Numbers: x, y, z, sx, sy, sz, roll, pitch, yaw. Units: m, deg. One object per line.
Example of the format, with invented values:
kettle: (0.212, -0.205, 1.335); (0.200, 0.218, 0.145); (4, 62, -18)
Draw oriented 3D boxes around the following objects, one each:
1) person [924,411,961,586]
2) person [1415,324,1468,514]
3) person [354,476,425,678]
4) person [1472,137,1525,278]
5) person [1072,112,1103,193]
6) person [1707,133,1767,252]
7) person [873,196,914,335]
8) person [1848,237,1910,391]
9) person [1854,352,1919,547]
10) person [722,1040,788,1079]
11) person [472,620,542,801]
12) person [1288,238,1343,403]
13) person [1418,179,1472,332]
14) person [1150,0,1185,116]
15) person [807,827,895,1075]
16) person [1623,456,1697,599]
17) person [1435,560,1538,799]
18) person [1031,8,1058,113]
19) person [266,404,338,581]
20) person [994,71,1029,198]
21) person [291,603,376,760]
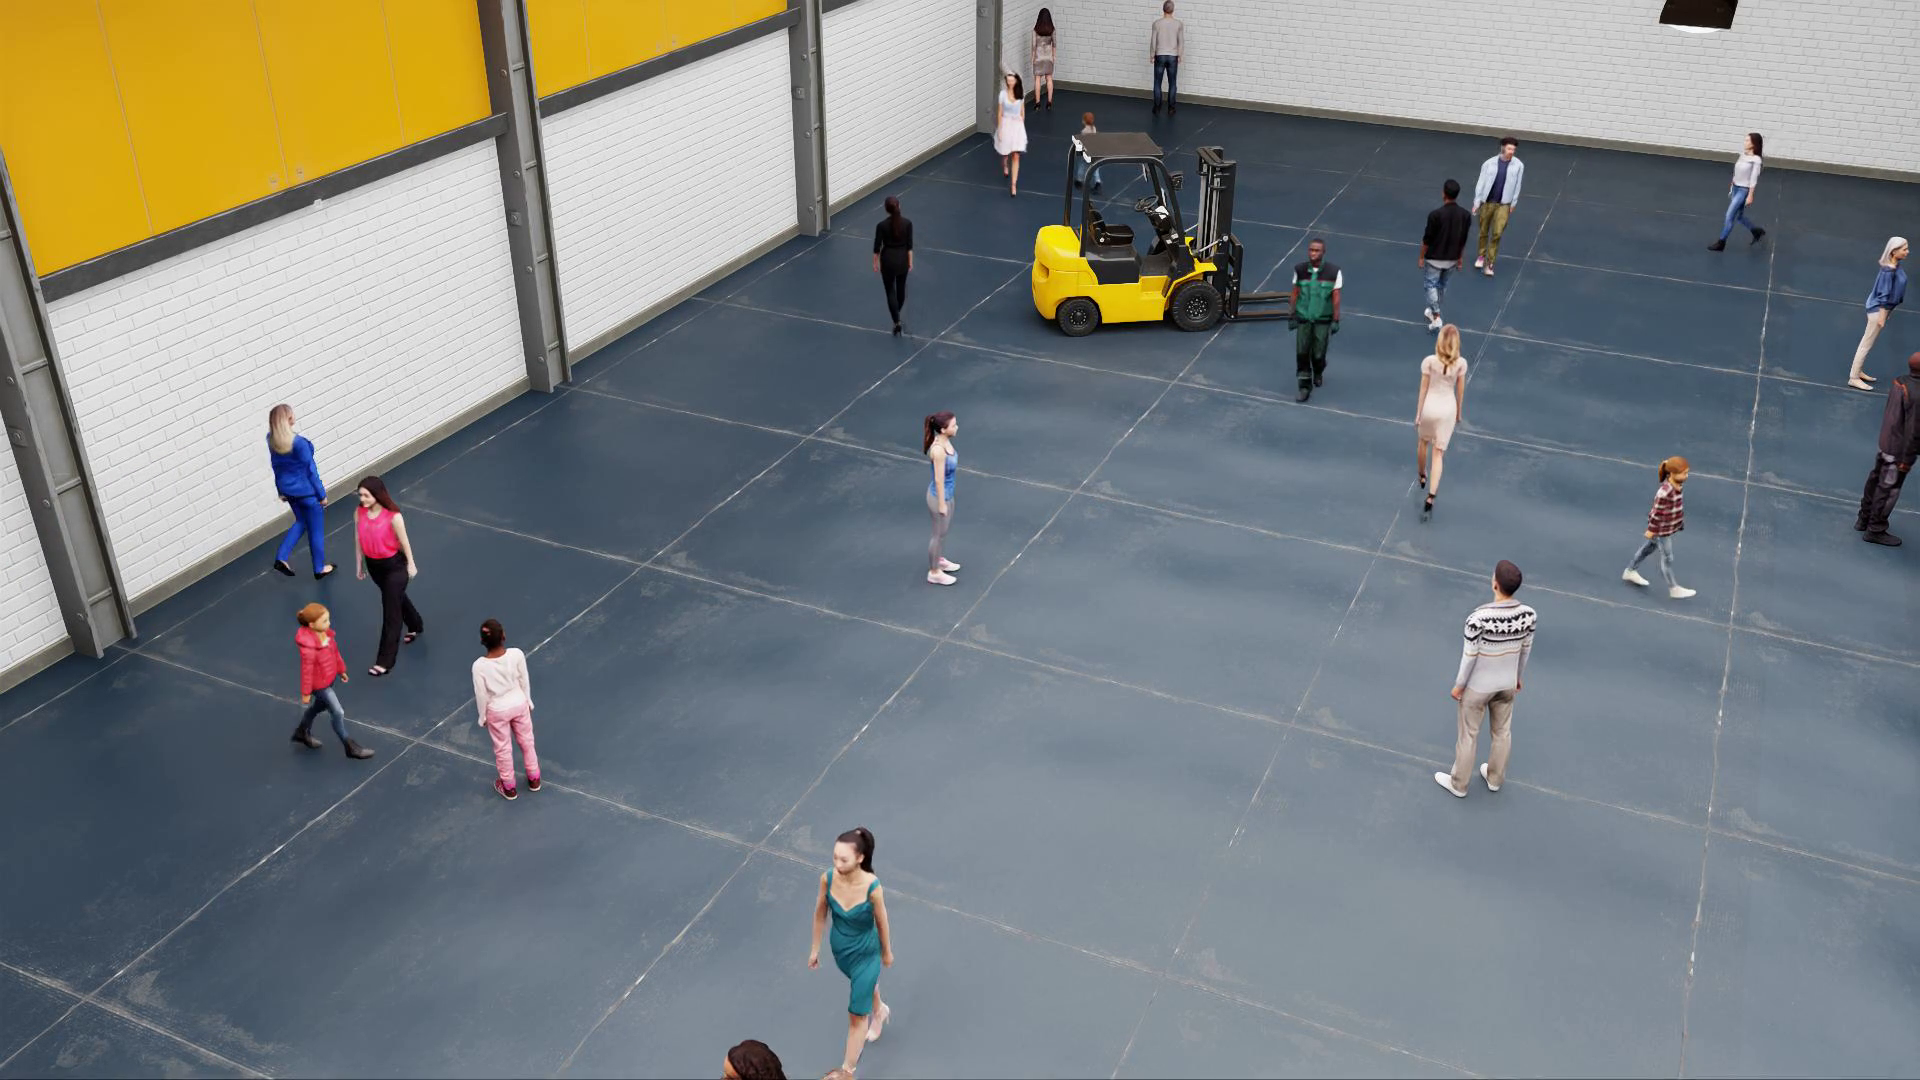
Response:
person: (-0.160, -0.379, 14.445); (0.674, 1.607, 0.541); (5, 29, 8)
person: (4.475, -1.100, 15.580); (0.773, 1.787, 1.176); (6, 29, 12)
person: (-4.550, 0.222, 13.346); (0.639, 1.605, 1.097); (10, 30, 18)
person: (6.938, -4.364, 21.574); (0.770, 1.776, 1.042); (11, 30, 19)
person: (1.957, -5.754, 24.749); (0.820, 1.176, 0.787); (-19, 34, -30)
person: (10.539, -4.636, 22.249); (0.970, 1.608, 1.049); (-1, 29, -2)
person: (-0.766, -3.201, 19.591); (0.945, 1.633, 1.014); (-9, 30, -16)
person: (10.084, -2.509, 18.255); (0.691, 1.697, 0.532); (17, 33, 28)
person: (8.505, -0.864, 15.107); (0.825, 1.826, 0.652); (4, 29, 7)
person: (-0.966, 3.076, 8.104); (0.753, 1.615, 0.706); (-14, 32, -25)
person: (-3.205, 1.174, 11.758); (0.588, 1.455, 0.683); (-16, 33, -27)
person: (3.826, -2.396, 17.916); (0.711, 1.824, 0.806); (11, 30, 19)
person: (5.726, -3.342, 19.686); (1.002, 1.790, 1.133); (-4, 29, -7)
person: (3.564, -8.326, 28.697); (0.816, 1.911, 0.769); (2, 29, 4)
person: (-0.551, 2.301, 9.490); (0.594, 1.648, 0.996); (14, 32, 24)
person: (6.003, -0.140, 14.356); (0.766, 1.273, 0.874); (23, 36, 36)
person: (3.726, 0.986, 11.678); (0.764, 1.861, 0.796); (-7, 29, -12)
person: (1.455, -8.357, 28.925); (0.662, 1.747, 0.685); (-5, 29, -9)
person: (-5.740, -0.362, 14.331); (0.658, 1.687, 0.804); (15, 32, 26)
person: (0.734, -6.047, 24.661); (1.031, 1.775, 1.284); (-1, 29, -2)
person: (-4.741, 1.042, 12.180); (0.768, 1.282, 0.903); (3, 29, 5)
